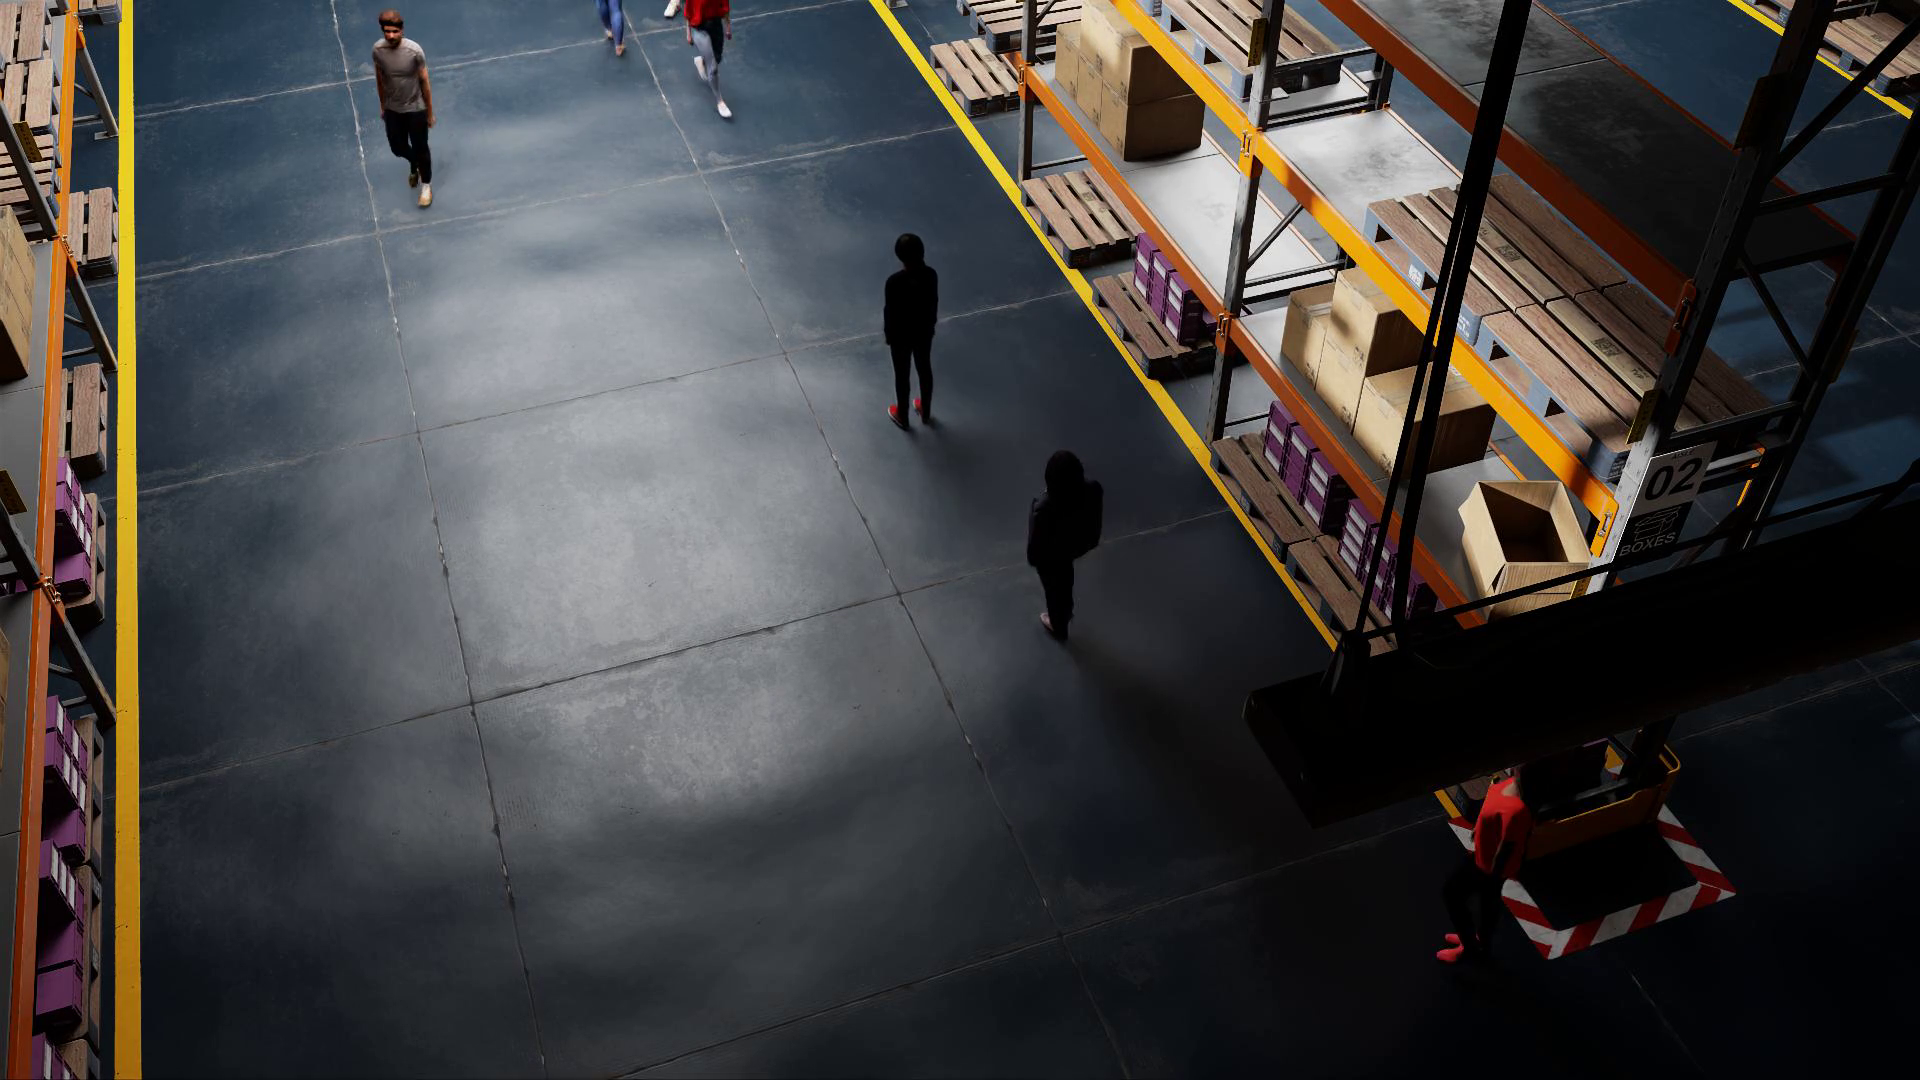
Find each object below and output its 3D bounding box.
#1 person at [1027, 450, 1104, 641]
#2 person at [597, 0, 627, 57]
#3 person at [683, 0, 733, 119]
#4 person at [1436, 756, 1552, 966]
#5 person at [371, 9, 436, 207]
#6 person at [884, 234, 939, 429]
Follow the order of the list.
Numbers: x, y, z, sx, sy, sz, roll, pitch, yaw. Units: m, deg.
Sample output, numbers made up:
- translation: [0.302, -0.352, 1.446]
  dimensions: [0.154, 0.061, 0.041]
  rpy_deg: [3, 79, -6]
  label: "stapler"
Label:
- translation: [0.713, 0.065, 11.003]
  dimensions: [0.759, 1.588, 0.744]
  rpy_deg: [-25, 49, -24]
  label: "person"
- translation: [-3.650, -5.782, 17.144]
  dimensions: [0.734, 1.581, 0.936]
  rpy_deg: [-1, 44, -1]
  label: "person"
- translation: [-2.509, -5.021, 16.278]
  dimensions: [0.784, 1.675, 1.103]
  rpy_deg: [-24, 49, -23]
  label: "person"
- translation: [3.046, 1.771, 9.150]
  dimensions: [0.789, 1.673, 0.746]
  rpy_deg: [20, 47, 19]
  label: "person"
- translation: [-4.962, -3.947, 15.007]
  dimensions: [0.800, 1.873, 0.841]
  rpy_deg: [4, 44, 4]
  label: "person"
- translation: [-0.368, -1.586, 12.674]
  dimensions: [0.607, 1.672, 0.561]
  rpy_deg: [-20, 47, -19]
  label: "person"
